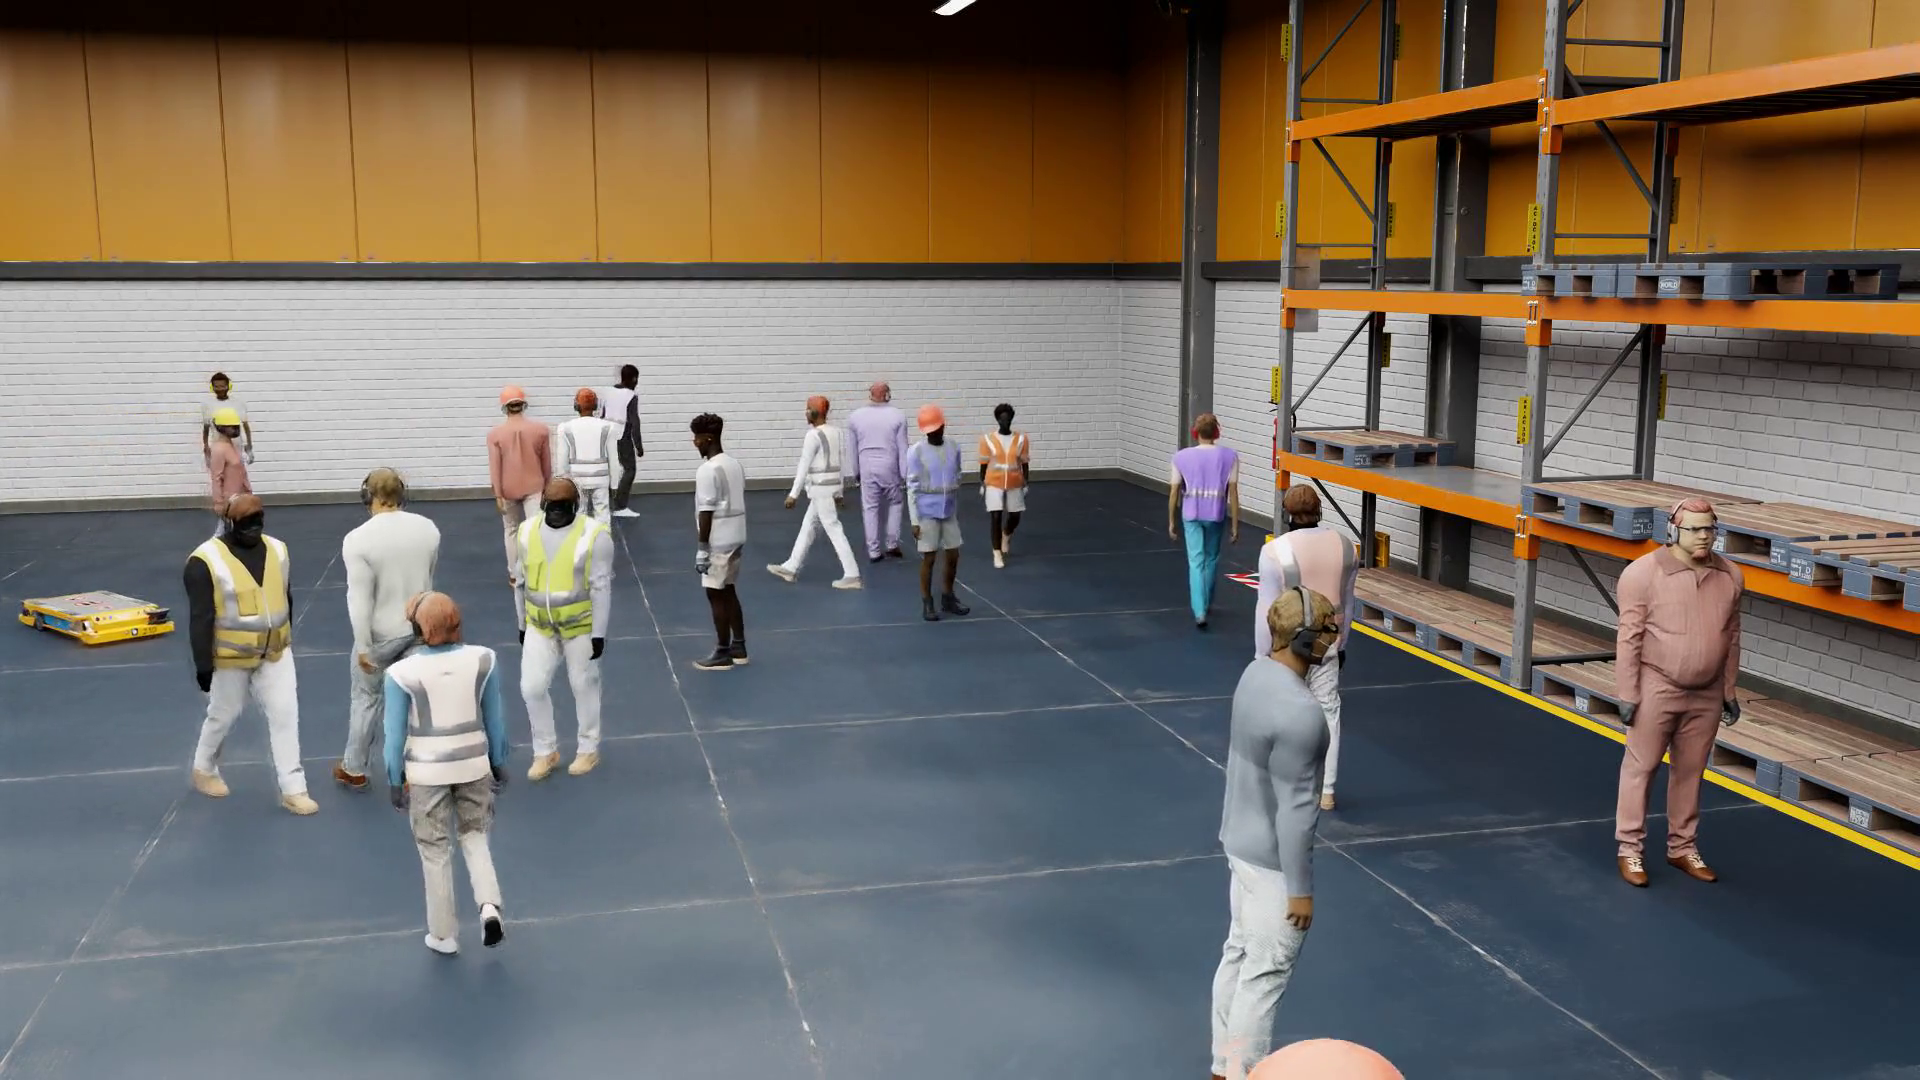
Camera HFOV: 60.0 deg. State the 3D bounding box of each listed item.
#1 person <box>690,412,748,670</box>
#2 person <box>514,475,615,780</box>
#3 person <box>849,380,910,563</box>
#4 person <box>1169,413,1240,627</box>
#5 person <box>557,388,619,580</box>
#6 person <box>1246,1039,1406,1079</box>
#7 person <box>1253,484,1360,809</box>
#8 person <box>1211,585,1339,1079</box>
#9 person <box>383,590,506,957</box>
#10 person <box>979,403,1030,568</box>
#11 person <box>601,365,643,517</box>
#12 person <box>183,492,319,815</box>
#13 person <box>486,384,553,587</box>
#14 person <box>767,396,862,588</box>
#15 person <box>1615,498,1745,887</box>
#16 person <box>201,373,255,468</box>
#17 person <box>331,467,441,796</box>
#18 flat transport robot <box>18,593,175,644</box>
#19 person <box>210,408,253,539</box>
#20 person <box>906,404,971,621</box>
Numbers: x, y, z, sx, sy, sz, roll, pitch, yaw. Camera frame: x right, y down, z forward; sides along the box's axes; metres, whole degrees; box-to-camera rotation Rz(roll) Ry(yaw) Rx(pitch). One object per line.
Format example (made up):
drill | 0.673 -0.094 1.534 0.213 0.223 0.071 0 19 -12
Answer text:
person | -1.831 0.011 12.544 0.438 1.941 0.616 3 10 17
person | -2.344 0.521 9.795 0.651 1.806 0.596 2 9 10
person | -0.804 -0.723 17.294 0.679 1.885 0.618 2 9 14
person | 2.082 -0.177 14.199 0.577 1.799 0.993 1 9 3
person | -3.593 -0.530 16.122 0.577 1.883 0.353 -2 9 -14
person | 0.345 1.626 2.411 0.665 1.969 0.647 2 9 12
person | 1.878 0.604 9.188 0.619 1.839 0.430 -4 10 -22
person | 1.104 1.106 5.808 0.392 1.927 0.645 0 9 -2
person | -2.206 1.026 7.191 0.528 1.625 0.416 -7 11 -37
person | 0.442 -0.573 17.044 0.539 1.683 0.581 -1 9 -8
person | -4.220 -1.215 20.431 0.739 1.873 0.392 7 12 39
person | -4.016 0.612 9.285 0.927 1.801 0.629 7 11 36
person | -4.093 -0.475 15.548 0.602 1.965 0.935 -3 10 -19
person | -1.372 -0.454 15.826 1.021 1.825 0.584 3 9 15
person | 3.522 0.739 8.124 0.643 1.910 0.400 -1 9 -7
person | -8.494 -1.020 19.334 0.540 1.827 0.910 -4 10 -25
person | -3.299 0.529 9.505 0.916 1.892 0.618 7 12 39
flat transport robot | -7.232 0.630 13.898 1.431 0.197 0.652 7 12 39
person | -6.974 -0.400 15.793 0.864 1.731 0.530 -1 9 -7
person | -0.198 -0.229 14.223 0.601 1.888 0.498 -6 11 -32
